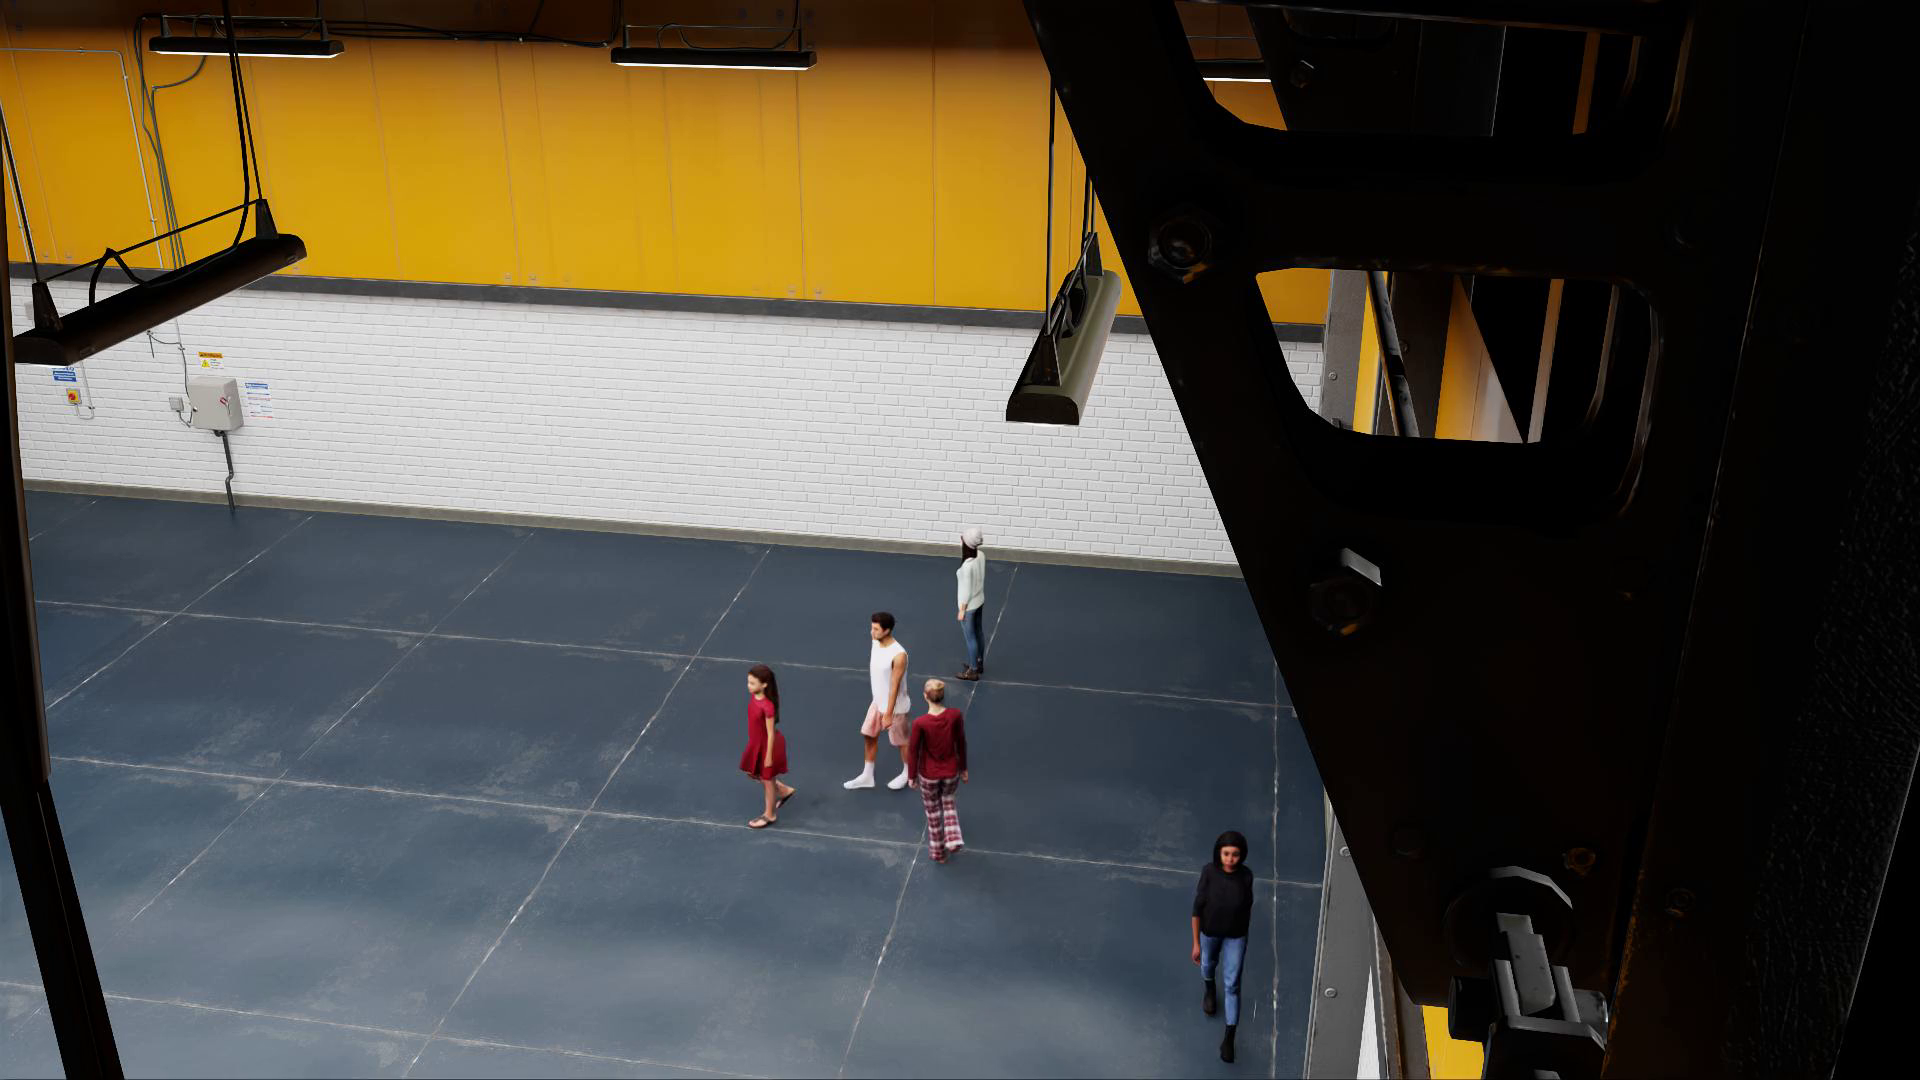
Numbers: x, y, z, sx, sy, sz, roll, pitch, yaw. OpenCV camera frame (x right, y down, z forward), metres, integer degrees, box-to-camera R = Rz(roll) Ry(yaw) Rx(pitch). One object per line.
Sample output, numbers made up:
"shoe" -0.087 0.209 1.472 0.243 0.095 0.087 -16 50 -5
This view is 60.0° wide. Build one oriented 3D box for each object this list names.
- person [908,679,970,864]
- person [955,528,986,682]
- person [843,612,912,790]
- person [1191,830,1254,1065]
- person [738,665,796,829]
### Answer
"person" -0.136 1.932 13.688 0.814 1.694 0.855 -10 26 -22
"person" 0.117 0.629 16.732 0.677 1.643 0.516 11 26 23
"person" -0.539 1.424 14.765 1.021 1.763 0.971 -15 28 -31
"person" 1.859 2.757 11.837 0.588 1.665 1.116 4 24 8
"person" -1.612 1.740 14.311 0.827 1.547 0.780 -13 27 -27
